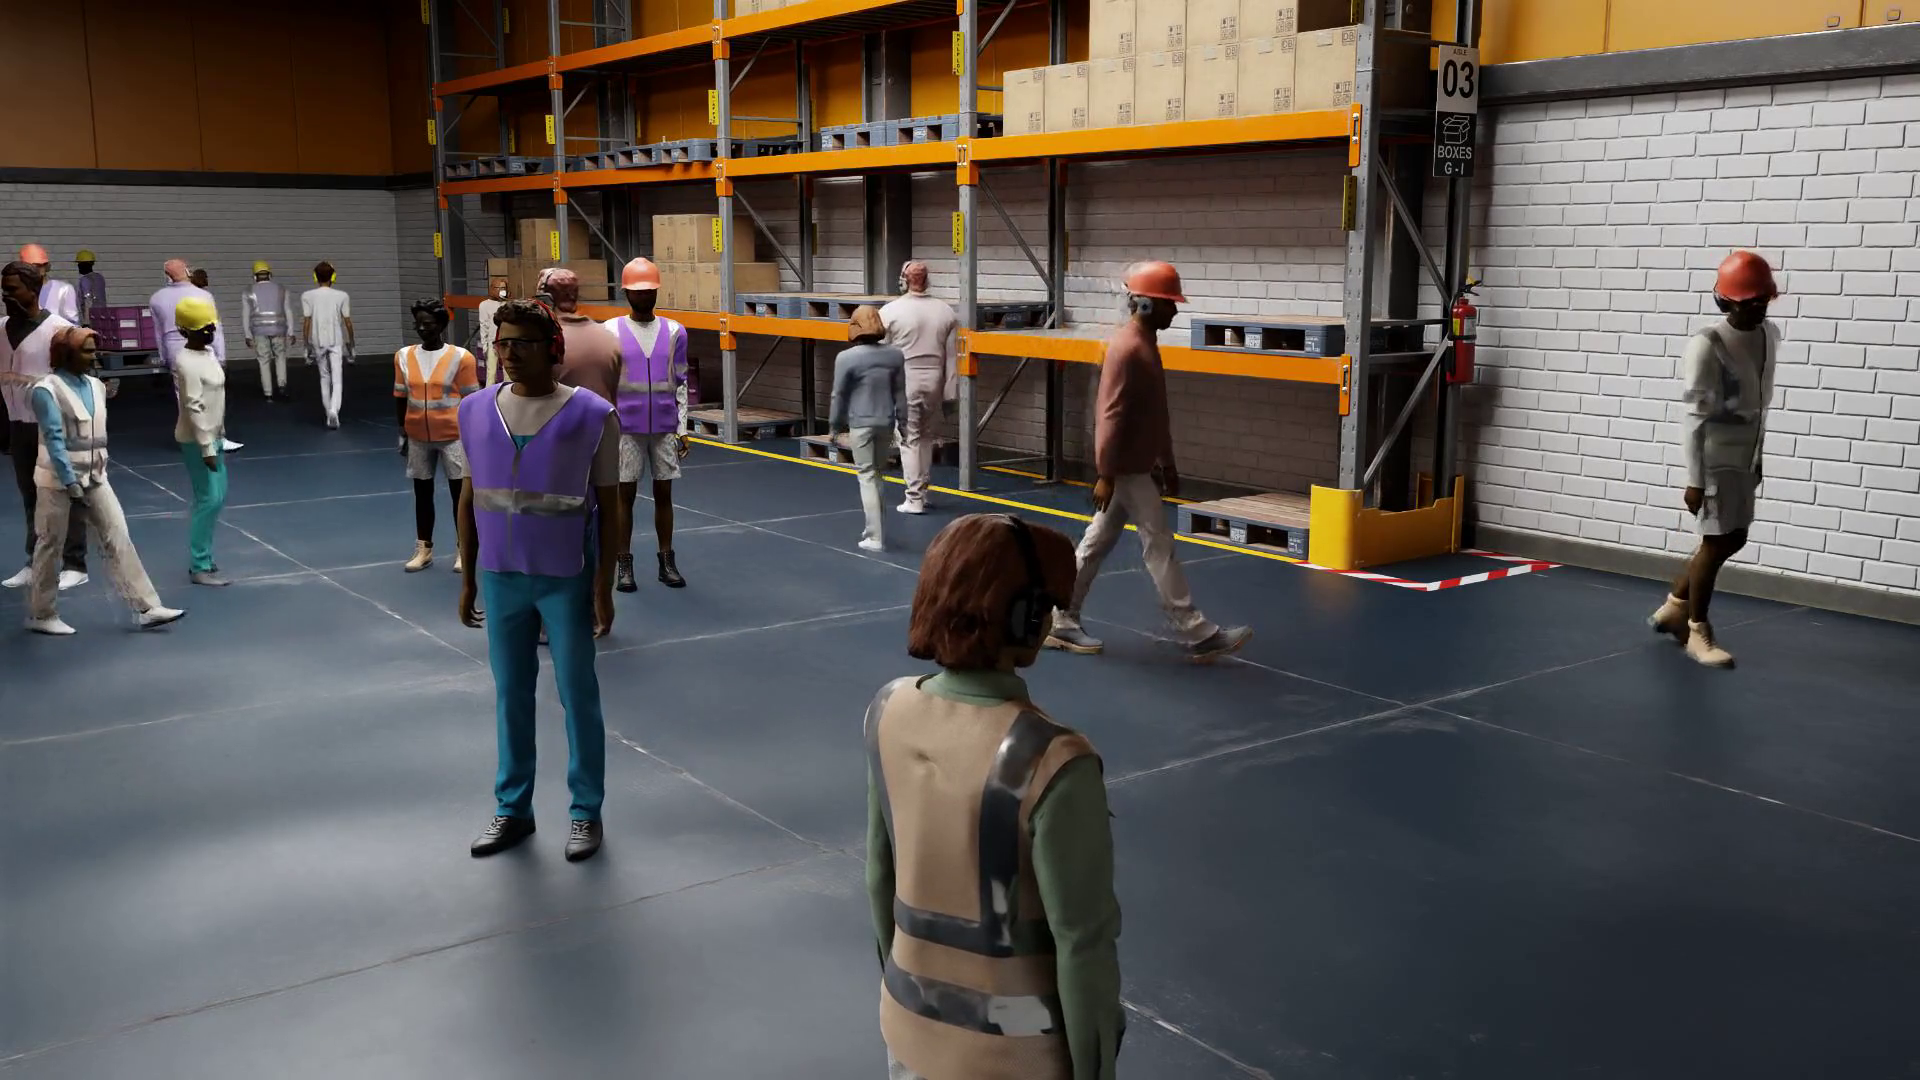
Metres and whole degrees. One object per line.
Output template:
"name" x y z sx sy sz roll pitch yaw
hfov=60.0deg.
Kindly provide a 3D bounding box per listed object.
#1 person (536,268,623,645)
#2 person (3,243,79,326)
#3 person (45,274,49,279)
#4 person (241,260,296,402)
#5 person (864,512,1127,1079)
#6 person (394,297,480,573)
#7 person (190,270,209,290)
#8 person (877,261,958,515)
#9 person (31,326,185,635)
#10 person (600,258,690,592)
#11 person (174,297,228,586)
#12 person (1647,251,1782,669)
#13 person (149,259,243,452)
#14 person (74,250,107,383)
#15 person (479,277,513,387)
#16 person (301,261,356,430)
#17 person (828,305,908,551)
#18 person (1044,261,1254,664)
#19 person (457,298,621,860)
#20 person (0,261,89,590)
"person" -2.000 -0.420 8.444 0.405 1.901 0.650 8 13 37
"person" -8.647 -1.784 15.727 0.627 2.023 0.490 -7 12 -33
"person" -10.982 -2.428 20.017 0.610 1.777 0.877 -6 12 -31
"person" -8.838 -2.661 21.247 0.617 1.805 0.467 -6 12 -29
"person" 0.045 0.771 2.505 0.308 1.638 0.511 -9 13 -40
"person" -3.211 -0.638 10.228 0.537 1.696 0.321 1 10 5
"person" -11.284 -3.204 24.785 0.269 1.629 0.515 -4 11 -23
"person" -0.395 -1.143 12.533 0.683 1.898 0.578 -6 12 -31
"person" -4.456 -0.285 8.523 0.836 1.599 0.520 2 10 12
"person" -1.836 -0.668 9.721 0.545 1.938 0.359 -5 11 -24
"person" -4.515 -0.584 9.898 0.349 1.720 0.674 -2 10 -12
"person" 3.604 -0.382 7.986 0.687 1.990 0.725 -6 12 -32
"person" -7.417 -1.768 16.086 0.720 1.880 0.414 1 10 3
"person" -12.346 -3.155 23.677 0.377 1.929 0.585 -1 10 -5
"person" -5.416 -2.276 19.604 0.496 1.629 0.277 -9 13 -40
"person" -6.916 -2.127 18.204 0.525 1.841 0.876 -3 10 -14
"person" -0.641 -0.751 11.097 0.525 1.609 0.658 -6 12 -30
"person" 0.891 -0.368 8.047 1.072 1.930 0.630 3 11 15
"person" -1.384 0.129 5.509 0.567 1.847 0.389 2 10 9
"person" -5.396 -0.667 9.767 0.587 1.920 0.391 3 11 18
